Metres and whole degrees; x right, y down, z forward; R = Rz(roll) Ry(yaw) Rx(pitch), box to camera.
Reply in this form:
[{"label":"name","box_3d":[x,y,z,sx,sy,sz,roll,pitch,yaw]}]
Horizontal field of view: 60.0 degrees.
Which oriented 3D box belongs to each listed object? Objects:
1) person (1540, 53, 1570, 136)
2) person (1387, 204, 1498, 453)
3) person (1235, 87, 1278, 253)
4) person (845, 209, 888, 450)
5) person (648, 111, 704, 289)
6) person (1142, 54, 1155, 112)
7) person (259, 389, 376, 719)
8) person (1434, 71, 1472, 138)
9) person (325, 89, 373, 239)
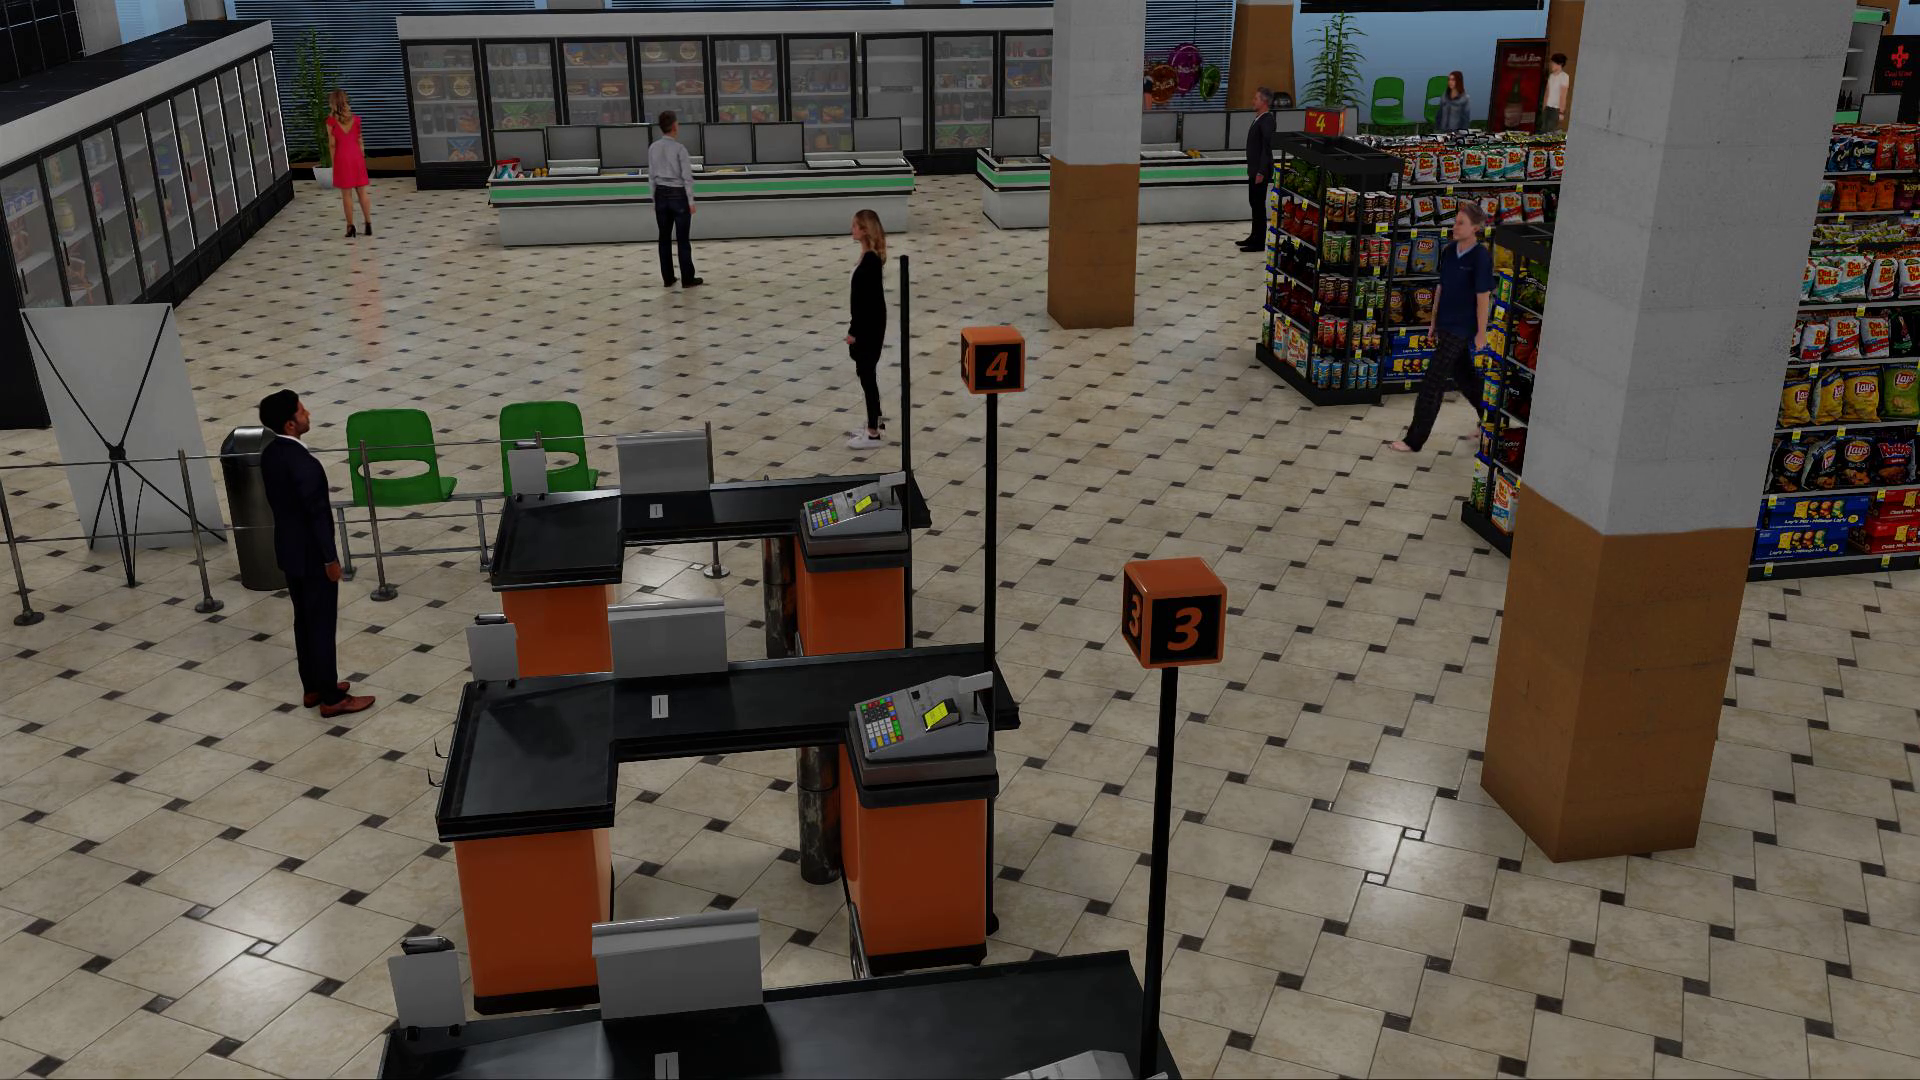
[{"label":"person","box_3d":[8.747,-6.259,24.308,0.776,1.642,0.652,-8,23,-19]},{"label":"person","box_3d":[3.754,-1.538,12.317,1.239,1.823,0.763,-7,23,-16]},{"label":"person","box_3d":[3.425,-4.254,19.050,0.668,1.842,0.754,0,22,1]},{"label":"person","box_3d":[-0.634,-1.563,12.410,0.612,1.799,0.667,0,22,1]},{"label":"person","box_3d":[-2.998,-3.552,17.334,0.686,1.820,0.800,8,23,19]},{"label":"person","box_3d":[2.552,-5.647,22.677,1.220,1.723,0.755,-5,22,-13]},{"label":"person","box_3d":[-3.323,0.071,8.442,0.710,1.727,0.735,19,29,40]},{"label":"person","box_3d":[6.418,-5.254,21.731,0.686,1.700,0.714,19,28,39]},{"label":"person","box_3d":[-7.259,-4.482,19.777,0.600,1.725,0.709,-14,26,-31]}]
